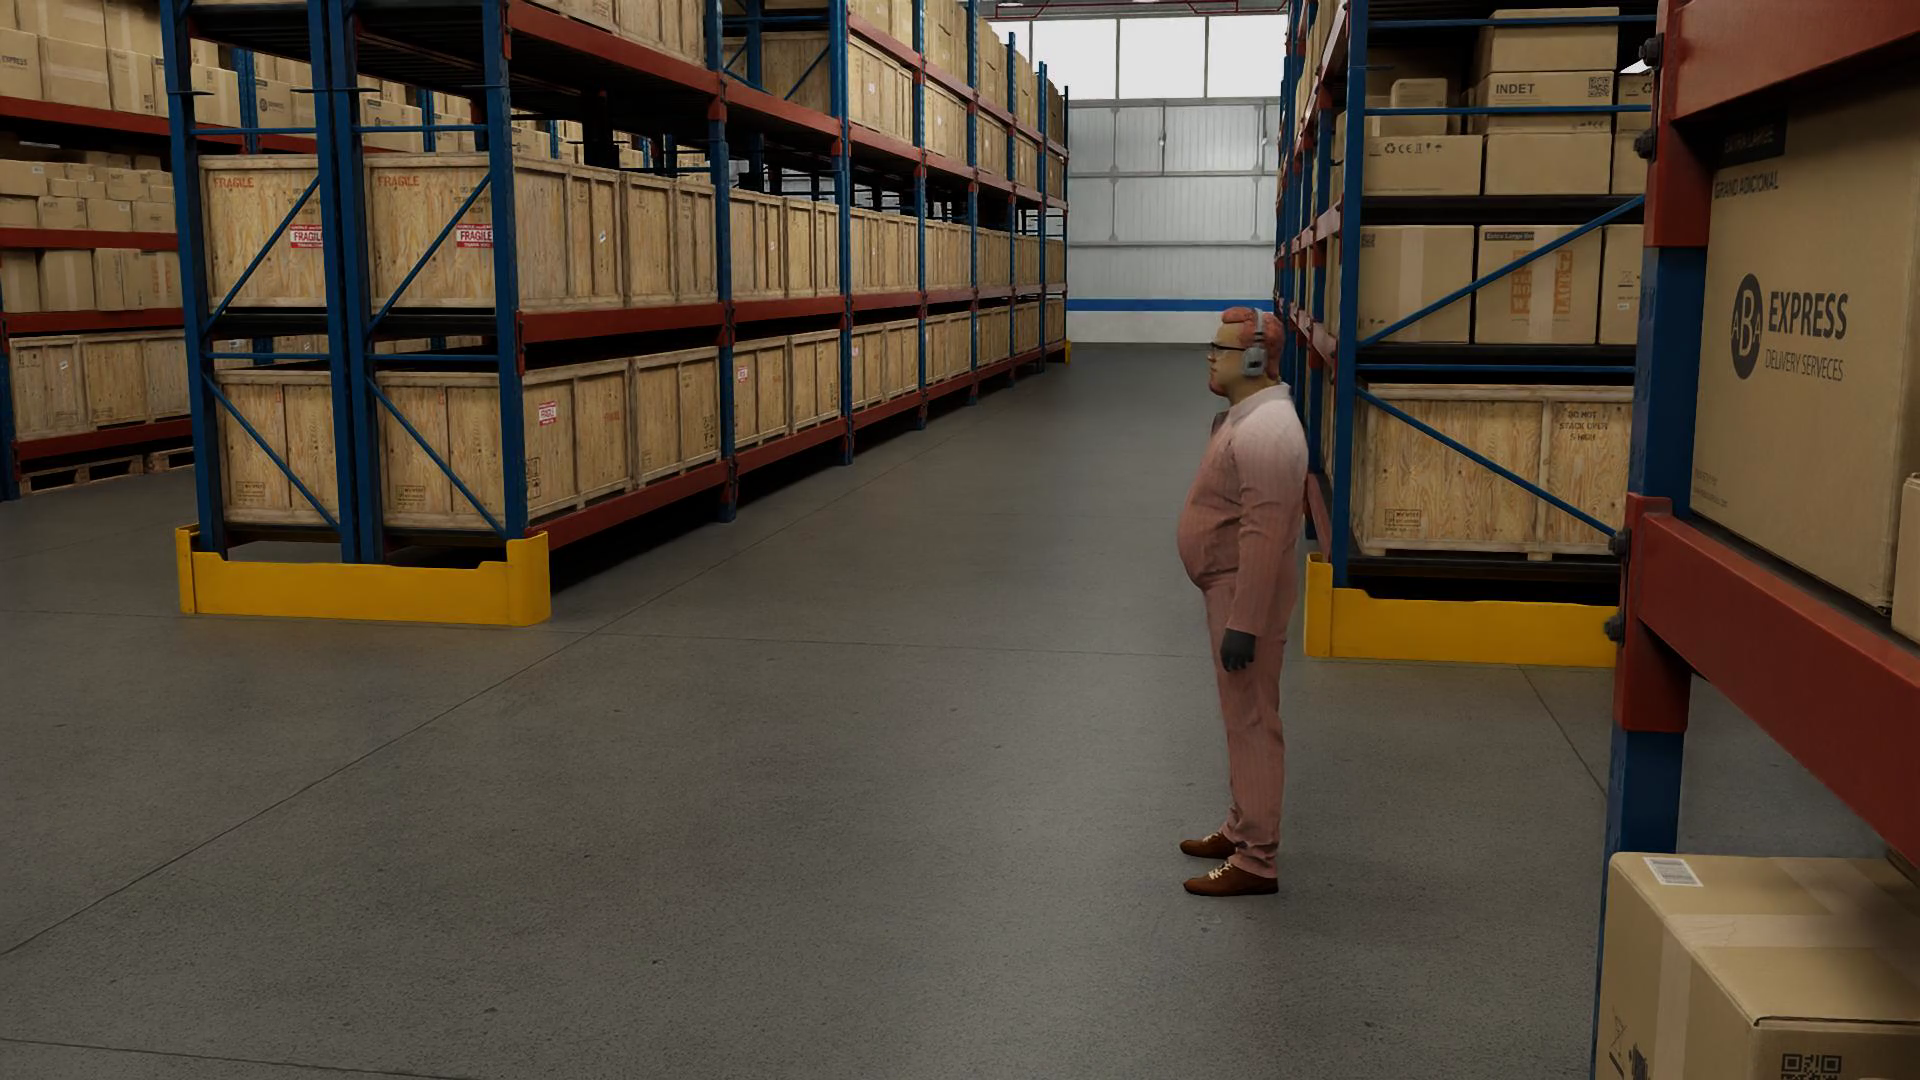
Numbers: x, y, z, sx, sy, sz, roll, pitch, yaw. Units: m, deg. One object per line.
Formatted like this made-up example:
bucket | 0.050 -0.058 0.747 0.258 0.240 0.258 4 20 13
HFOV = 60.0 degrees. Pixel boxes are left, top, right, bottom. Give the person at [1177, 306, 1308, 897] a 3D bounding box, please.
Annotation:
person | 0.913 0.199 5.449 0.409 1.913 0.646 1 9 7
